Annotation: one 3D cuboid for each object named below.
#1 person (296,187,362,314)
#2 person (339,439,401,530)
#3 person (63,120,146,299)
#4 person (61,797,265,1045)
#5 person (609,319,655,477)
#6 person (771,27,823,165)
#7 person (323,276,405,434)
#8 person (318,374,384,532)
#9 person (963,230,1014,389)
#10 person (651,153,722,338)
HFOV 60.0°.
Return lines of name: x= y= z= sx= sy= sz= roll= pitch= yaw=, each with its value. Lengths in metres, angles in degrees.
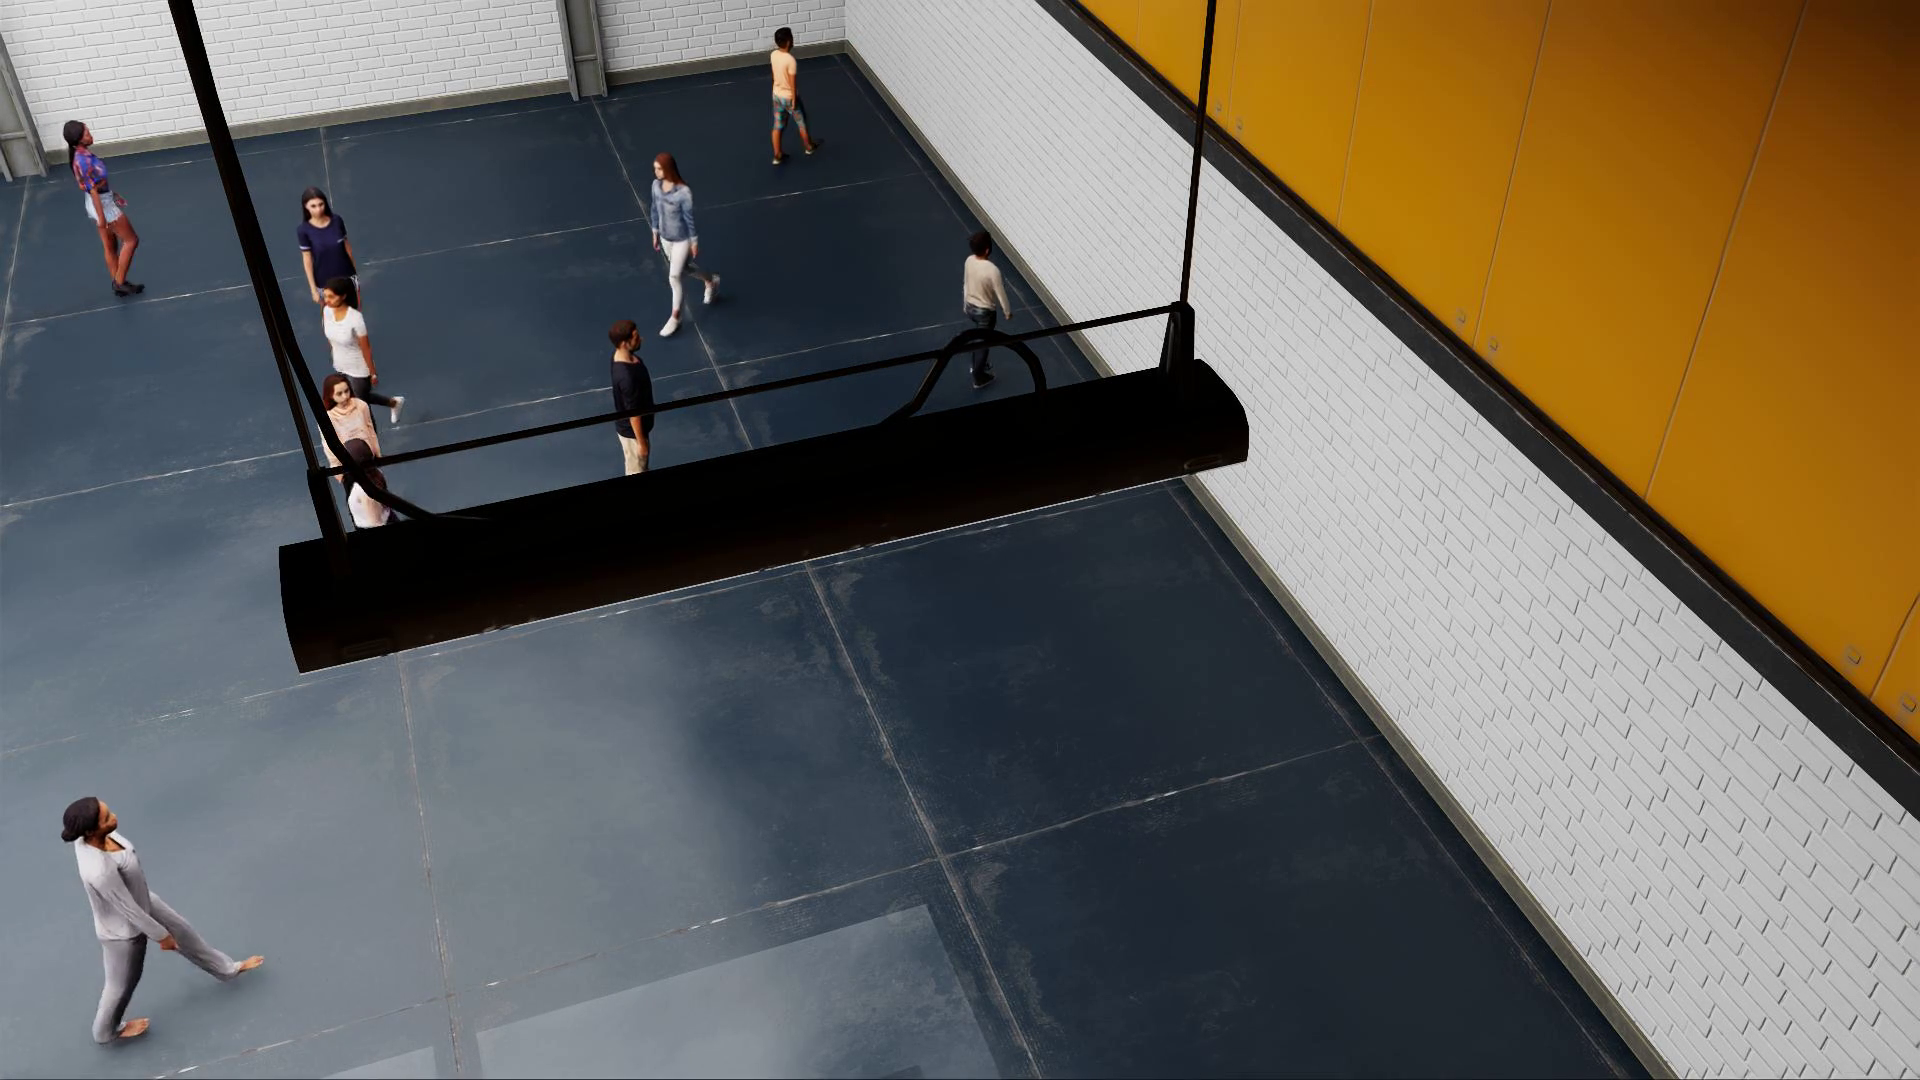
person: x=-5.376 y=-2.224 z=14.248 sx=1.059 sy=1.737 sz=0.824 roll=-23 pitch=44 yaw=-27
person: x=-3.931 y=-0.028 z=11.580 sx=0.861 sy=1.635 sz=0.587 roll=-10 pitch=40 yaw=-12
person: x=-7.936 y=-2.996 z=15.218 sx=0.686 sy=1.733 sz=0.658 roll=-22 pitch=43 yaw=-25
person: x=-4.551 y=2.069 z=8.914 sx=1.190 sy=1.685 sz=0.746 roll=-17 pitch=42 yaw=-20
person: x=-2.451 y=-0.845 z=12.430 sx=0.541 sy=1.851 sz=0.638 roll=-11 pitch=40 yaw=-13
person: x=-1.883 y=-4.645 z=17.519 sx=0.817 sy=1.437 sz=0.927 roll=21 pitch=43 yaw=24
person: x=-4.789 y=-1.410 z=13.317 sx=0.869 sy=1.627 sz=0.983 roll=22 pitch=44 yaw=25
person: x=-4.504 y=-0.596 z=12.413 sx=0.703 sy=1.484 sz=0.597 roll=29 pitch=47 yaw=31
person: x=0.146 y=-1.922 z=14.098 sx=0.685 sy=1.453 sz=0.650 roll=-30 pitch=48 yaw=-32
person: x=-2.472 y=-2.722 z=14.926 sx=1.020 sy=1.669 sz=1.190 roll=26 pitch=45 yaw=29
